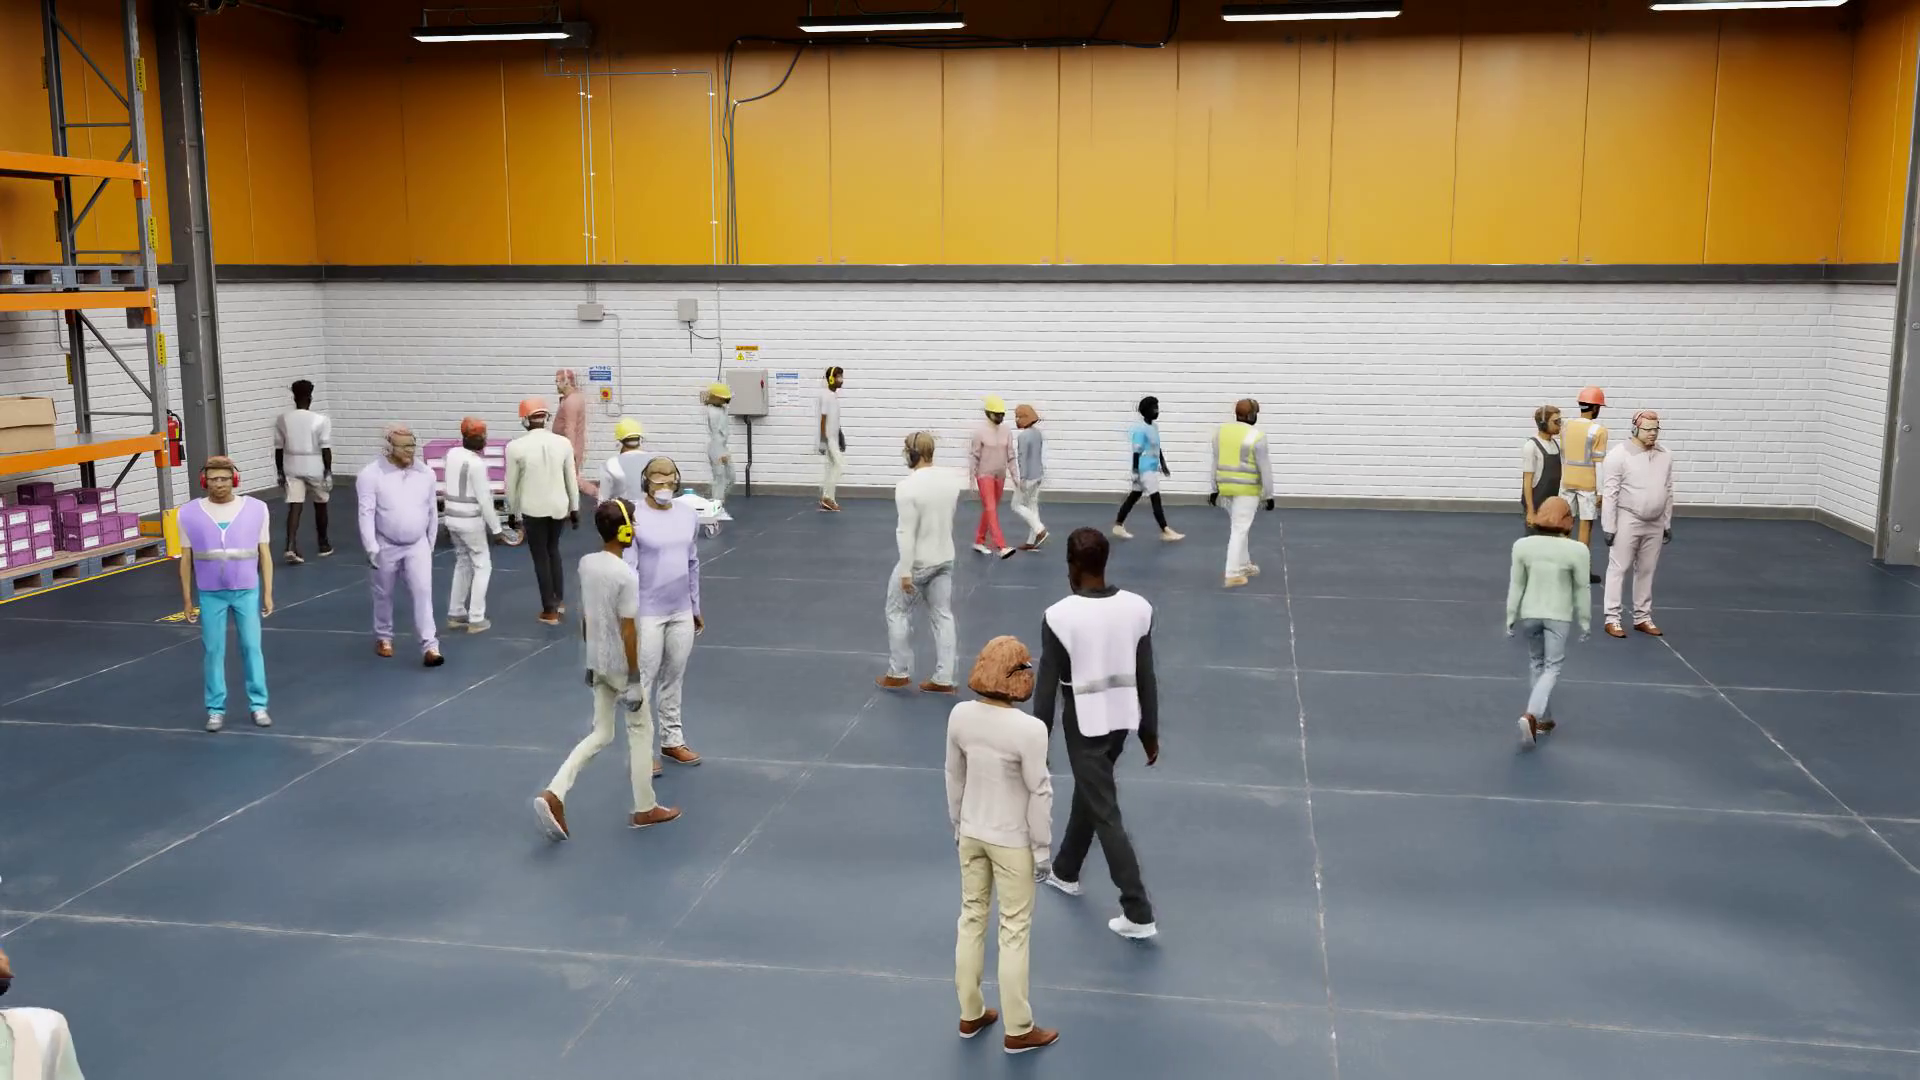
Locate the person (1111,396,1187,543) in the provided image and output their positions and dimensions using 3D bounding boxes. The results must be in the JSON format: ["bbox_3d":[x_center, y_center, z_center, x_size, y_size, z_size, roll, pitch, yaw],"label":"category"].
[{"bbox_3d":[2.104,-0.797,18.730,0.894,1.647,0.531,3,10,18],"label":"person"}]

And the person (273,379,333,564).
[{"bbox_3d":[-6.893,-0.728,17.446,0.612,1.930,0.974,-1,9,-4],"label":"person"}]

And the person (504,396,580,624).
[{"bbox_3d":[-3.658,-0.268,14.452,0.611,1.964,0.685,-7,12,-39],"label":"person"}]

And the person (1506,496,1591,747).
[{"bbox_3d":[3.768,0.520,10.723,0.520,1.605,0.750,7,12,38],"label":"person"}]

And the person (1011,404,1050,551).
[{"bbox_3d":[0.758,-0.668,17.996,0.400,1.617,0.529,5,10,27],"label":"person"}]

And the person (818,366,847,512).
[{"bbox_3d":[-1.578,-1.264,20.994,0.487,1.847,0.548,2,9,11],"label":"person"}]

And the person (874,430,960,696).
[{"bbox_3d":[-0.322,0.164,11.959,0.741,1.916,0.633,9,13,43],"label":"person"}]

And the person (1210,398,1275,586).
[{"bbox_3d":[2.824,-0.474,16.209,0.801,1.810,0.666,-8,12,-39],"label":"person"}]

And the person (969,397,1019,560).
[{"bbox_3d":[0.393,-0.652,17.620,0.532,1.711,0.936,-7,11,-35],"label":"person"}]

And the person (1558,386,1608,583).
[{"bbox_3d":[6.092,-0.536,16.250,0.380,1.929,0.541,-6,11,-32],"label":"person"}]

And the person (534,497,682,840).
[{"bbox_3d":[-1.907,0.690,8.911,0.519,1.846,0.801,8,12,42],"label":"person"}]

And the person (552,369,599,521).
[{"bbox_3d":[-4.646,-1.138,20.144,0.730,1.878,0.648,-2,9,-11],"label":"person"}]

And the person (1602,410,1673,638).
[{"bbox_3d":[5.647,-0.132,13.834,0.639,1.900,0.404,-3,10,-17],"label":"person"}]

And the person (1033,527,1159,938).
[{"bbox_3d":[0.632,0.870,7.769,0.593,1.862,1.021,-6,11,-34],"label":"person"}]

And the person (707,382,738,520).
[{"bbox_3d":[-2.912,-1.066,20.236,0.364,1.710,0.509,1,9,9],"label":"person"}]

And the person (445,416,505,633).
[{"bbox_3d":[-4.119,-0.124,13.961,0.391,1.848,0.638,-9,13,-44],"label":"person"}]

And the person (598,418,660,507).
[{"bbox_3d":[-2.783,-0.129,14.085,0.588,1.806,0.618,-6,11,-34],"label":"person"}]

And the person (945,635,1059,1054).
[{"bbox_3d":[0.156,1.178,6.514,0.501,1.633,0.283,8,12,42],"label":"person"}]

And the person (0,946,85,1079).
[{"bbox_3d":[-2.175,1.632,3.732,0.399,1.623,0.543,4,10,26],"label":"person"}]

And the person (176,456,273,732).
[{"bbox_3d":[-4.859,0.349,11.037,0.563,1.838,0.383,-4,10,-23],"label":"person"}]

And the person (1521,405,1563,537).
[{"bbox_3d":[5.258,-0.288,14.999,0.528,1.847,0.363,-8,12,-42],"label":"person"}]

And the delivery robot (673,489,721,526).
[{"bbox_3d":[-3.095,-0.345,19.015,0.707,0.478,0.477,1,9,4],"label":"delivery robot"}]

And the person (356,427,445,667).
[{"bbox_3d":[-4.329,0.048,12.887,0.651,1.848,1.039,-6,11,-34],"label":"person"}]

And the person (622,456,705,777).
[{"bbox_3d":[-1.817,0.450,10.097,0.362,1.936,0.631,8,12,41],"label":"person"}]
